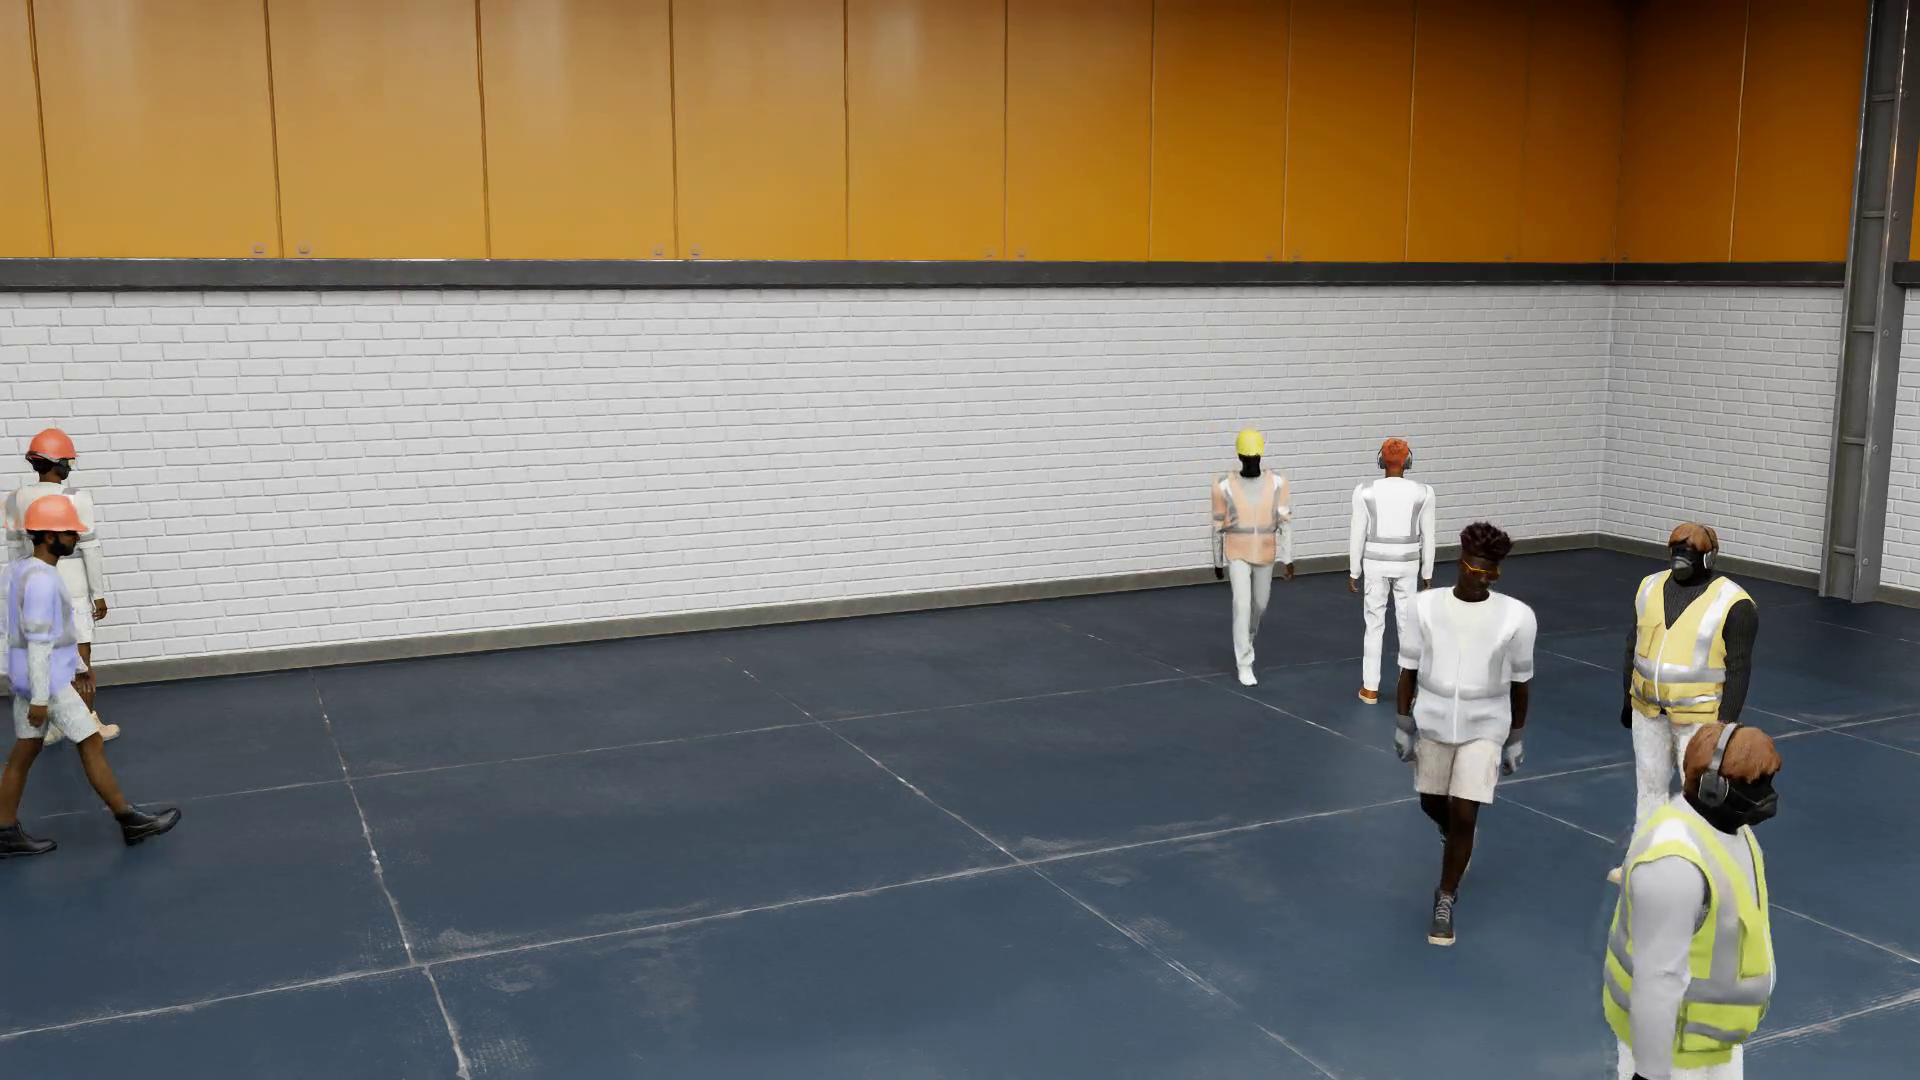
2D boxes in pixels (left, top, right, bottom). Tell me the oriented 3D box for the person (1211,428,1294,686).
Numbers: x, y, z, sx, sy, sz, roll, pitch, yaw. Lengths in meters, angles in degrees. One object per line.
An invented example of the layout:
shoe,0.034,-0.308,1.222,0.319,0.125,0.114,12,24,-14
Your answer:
person,2.164,0.086,12.514,0.586,1.894,0.908,-1,9,-5

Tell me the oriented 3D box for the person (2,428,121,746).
person,-5.751,0.308,10.651,0.609,2.043,0.376,1,9,7

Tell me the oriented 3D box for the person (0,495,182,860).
person,-4.630,0.705,8.667,0.957,1.891,0.568,-7,11,-36

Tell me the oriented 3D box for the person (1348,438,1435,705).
person,3.027,0.222,11.676,0.584,1.882,0.337,2,9,9

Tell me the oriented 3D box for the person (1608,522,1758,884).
person,3.486,0.824,8.069,0.429,1.846,0.627,-7,11,-35

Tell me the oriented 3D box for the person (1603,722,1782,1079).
person,1.973,1.372,4.791,0.751,1.815,0.642,7,12,39

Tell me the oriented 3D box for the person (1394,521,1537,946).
person,2.357,0.837,7.756,0.602,1.925,0.866,4,10,26
